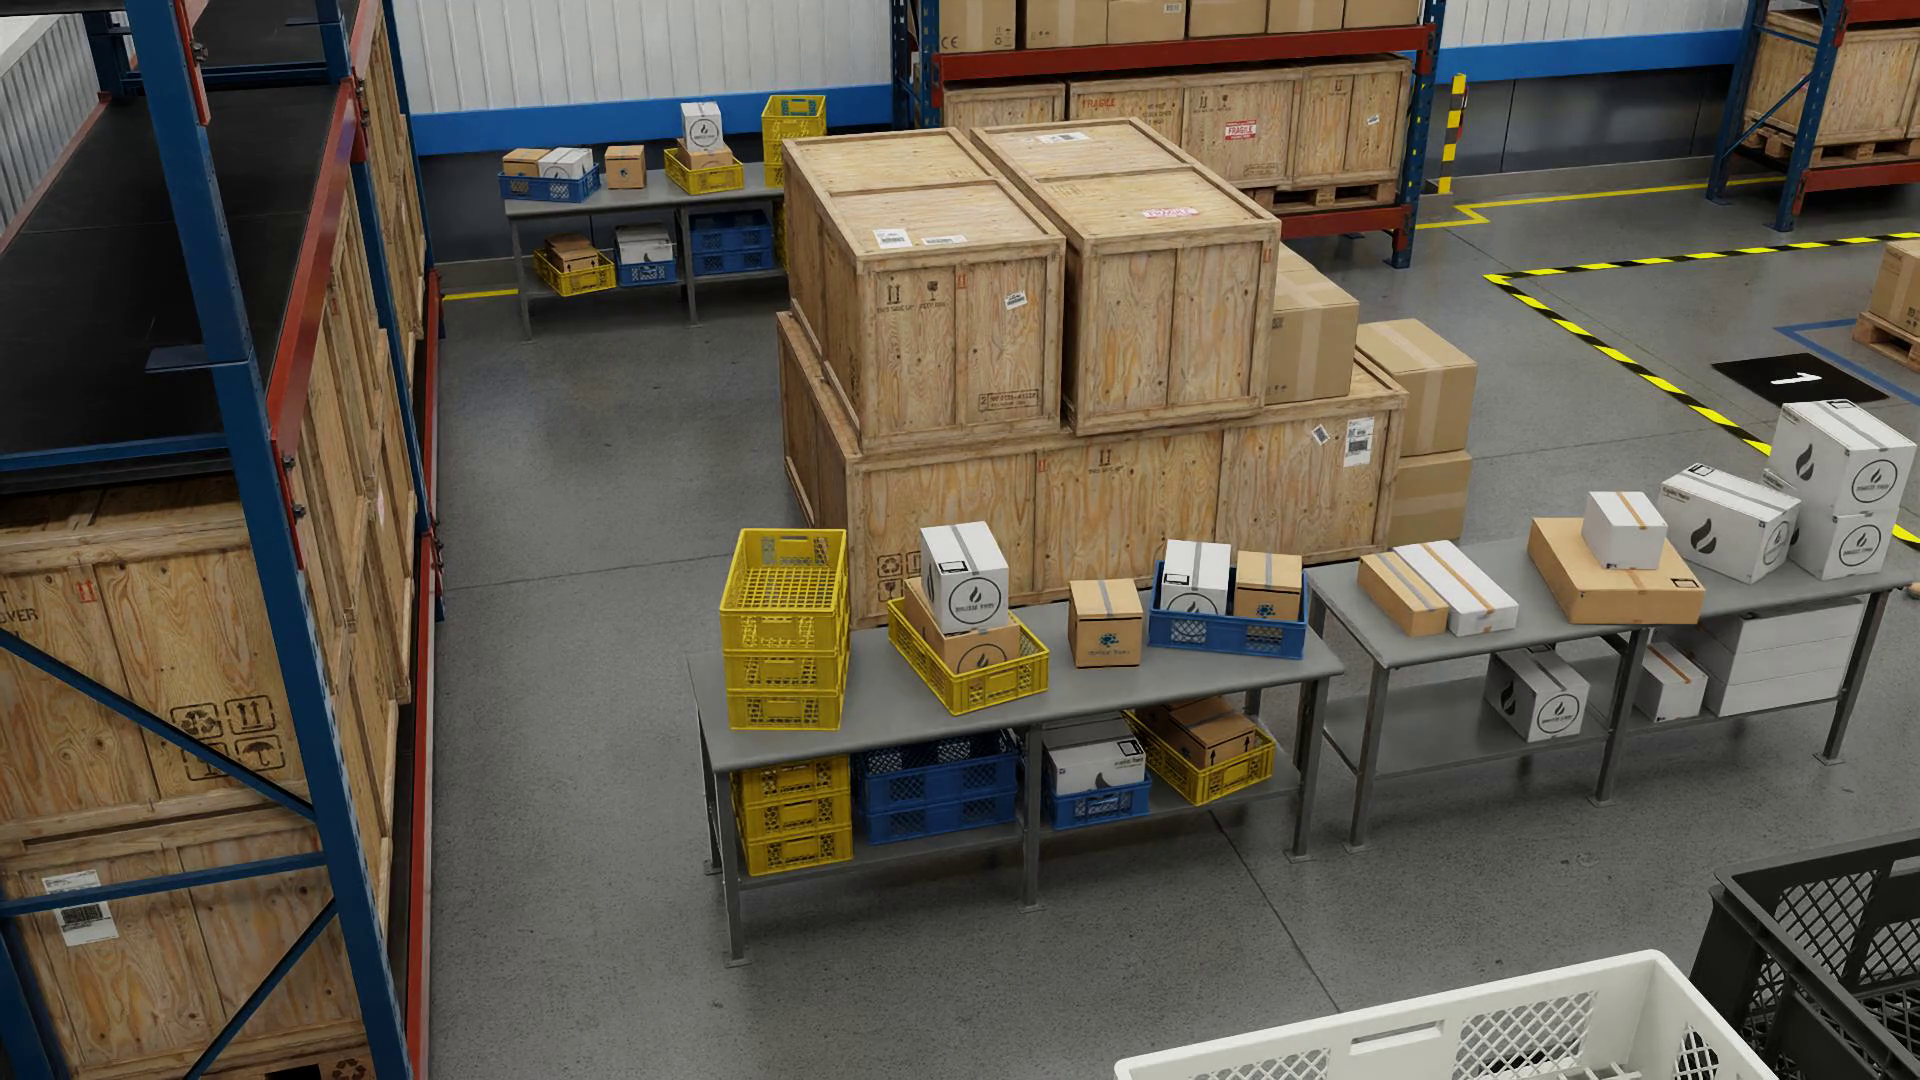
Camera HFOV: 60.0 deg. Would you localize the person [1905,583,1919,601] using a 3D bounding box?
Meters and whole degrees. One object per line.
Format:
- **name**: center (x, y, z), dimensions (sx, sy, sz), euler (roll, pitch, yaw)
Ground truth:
- **person**: center (5.169, -0.483, 8.170), dimensions (0.406, 2.030, 0.607), euler (1, 29, 1)
